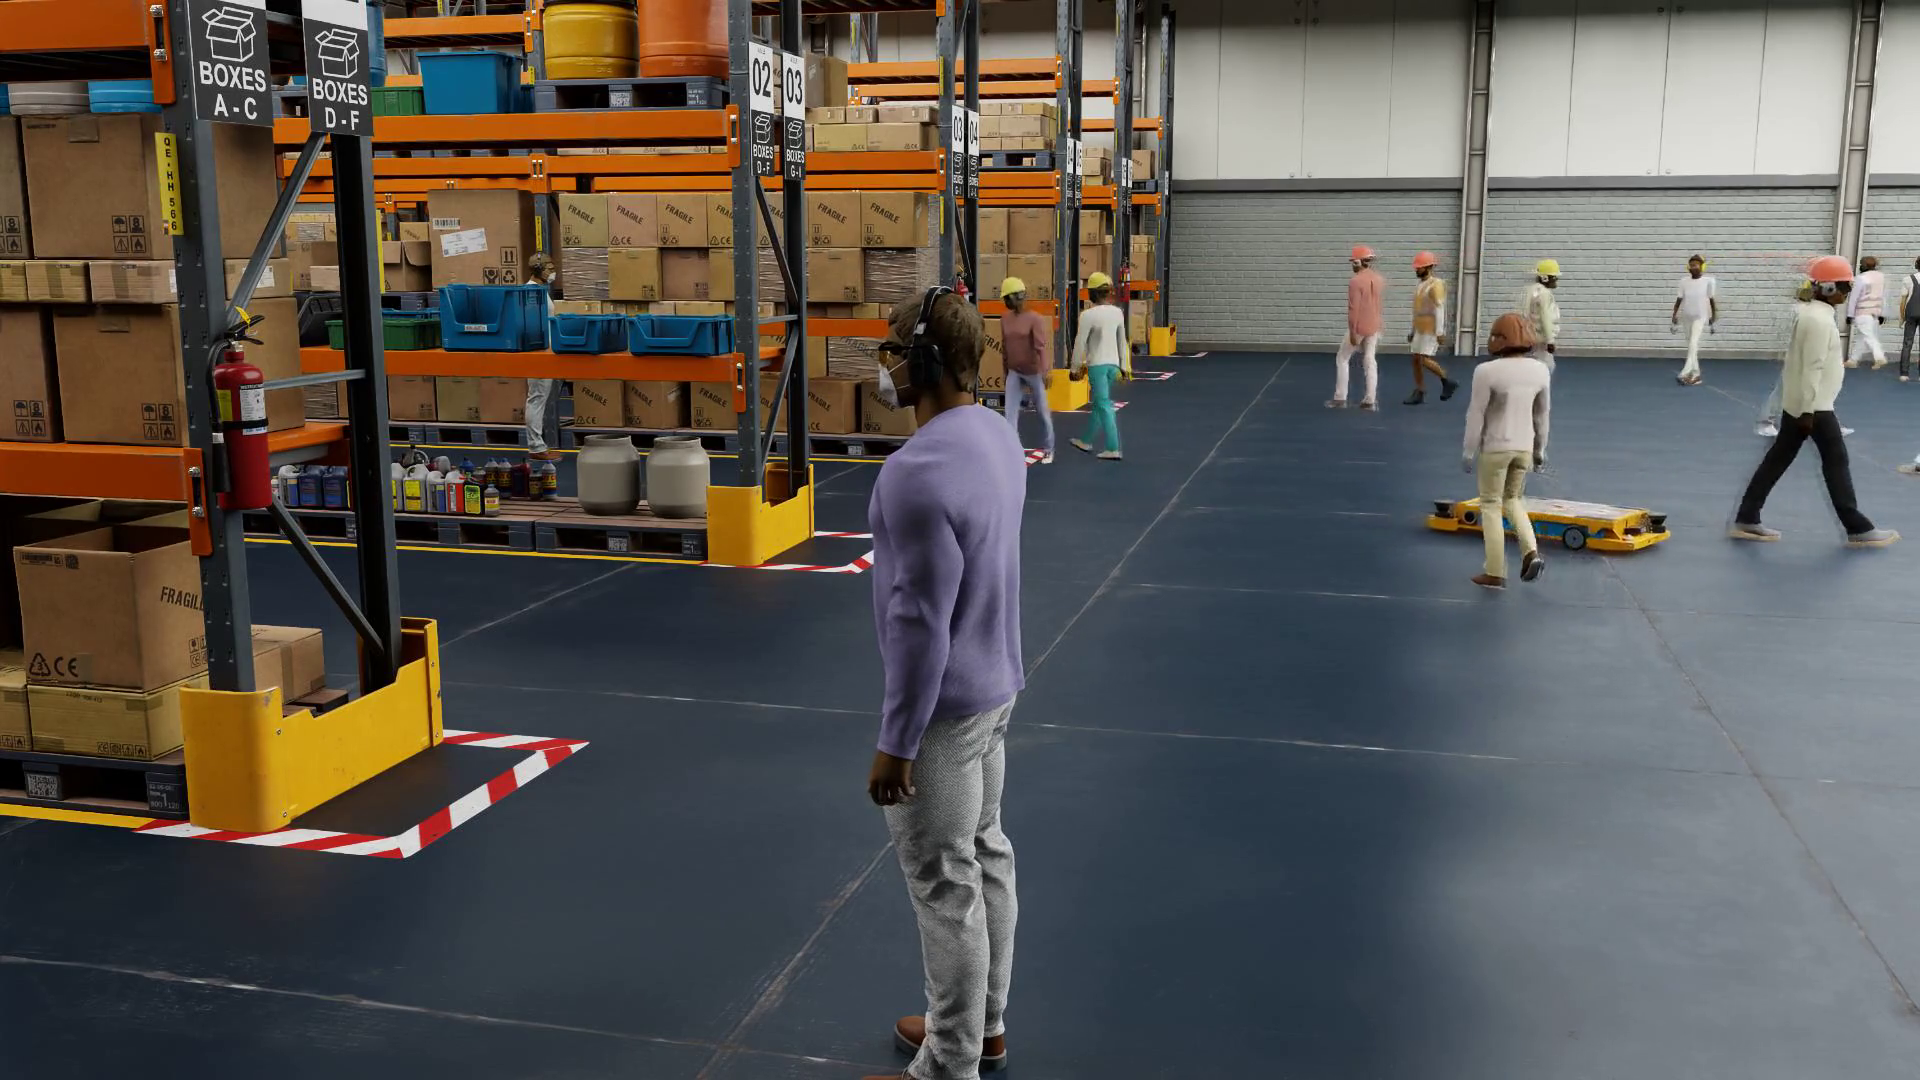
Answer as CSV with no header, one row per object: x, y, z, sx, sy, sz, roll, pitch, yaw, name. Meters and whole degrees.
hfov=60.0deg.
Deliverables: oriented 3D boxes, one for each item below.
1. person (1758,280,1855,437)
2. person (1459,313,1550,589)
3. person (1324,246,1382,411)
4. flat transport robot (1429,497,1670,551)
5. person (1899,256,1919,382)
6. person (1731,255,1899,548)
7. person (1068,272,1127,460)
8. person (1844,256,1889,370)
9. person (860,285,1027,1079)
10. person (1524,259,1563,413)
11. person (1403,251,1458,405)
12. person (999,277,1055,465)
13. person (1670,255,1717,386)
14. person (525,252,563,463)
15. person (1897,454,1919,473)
8.709,-1.871,17.082,0.496,1.688,0.925,-8,13,-37,person
3.195,-0.512,9.747,0.506,1.622,0.373,-4,11,-20,person
4.759,-2.546,20.044,0.611,1.965,0.780,-8,13,-36,person
4.031,-0.139,11.410,1.431,0.197,0.652,9,14,41,flat transport robot
13.812,-3.190,23.955,0.506,1.847,0.343,9,14,42,person
5.738,-0.918,11.109,1.014,1.940,0.637,3,11,17,person
1.242,-1.637,15.639,0.552,1.725,0.852,-8,13,-39,person
14.366,-3.584,26.270,0.637,1.804,0.933,-4,11,-21,person
-0.045,0.388,3.871,0.372,1.940,0.632,3,11,17,person
6.871,-2.394,19.630,0.421,1.812,0.601,2,10,9,person
5.808,-2.615,20.581,0.589,1.914,0.573,-2,10,-12,person
0.587,-1.494,14.934,0.632,1.694,0.930,8,13,39,person
10.278,-3.074,23.366,0.989,1.818,0.555,-10,14,-43,person
-3.878,-1.677,15.336,0.357,1.933,0.626,-3,11,-15,person
8.728,-1.460,14.371,0.887,1.851,0.591,1,10,8,person
